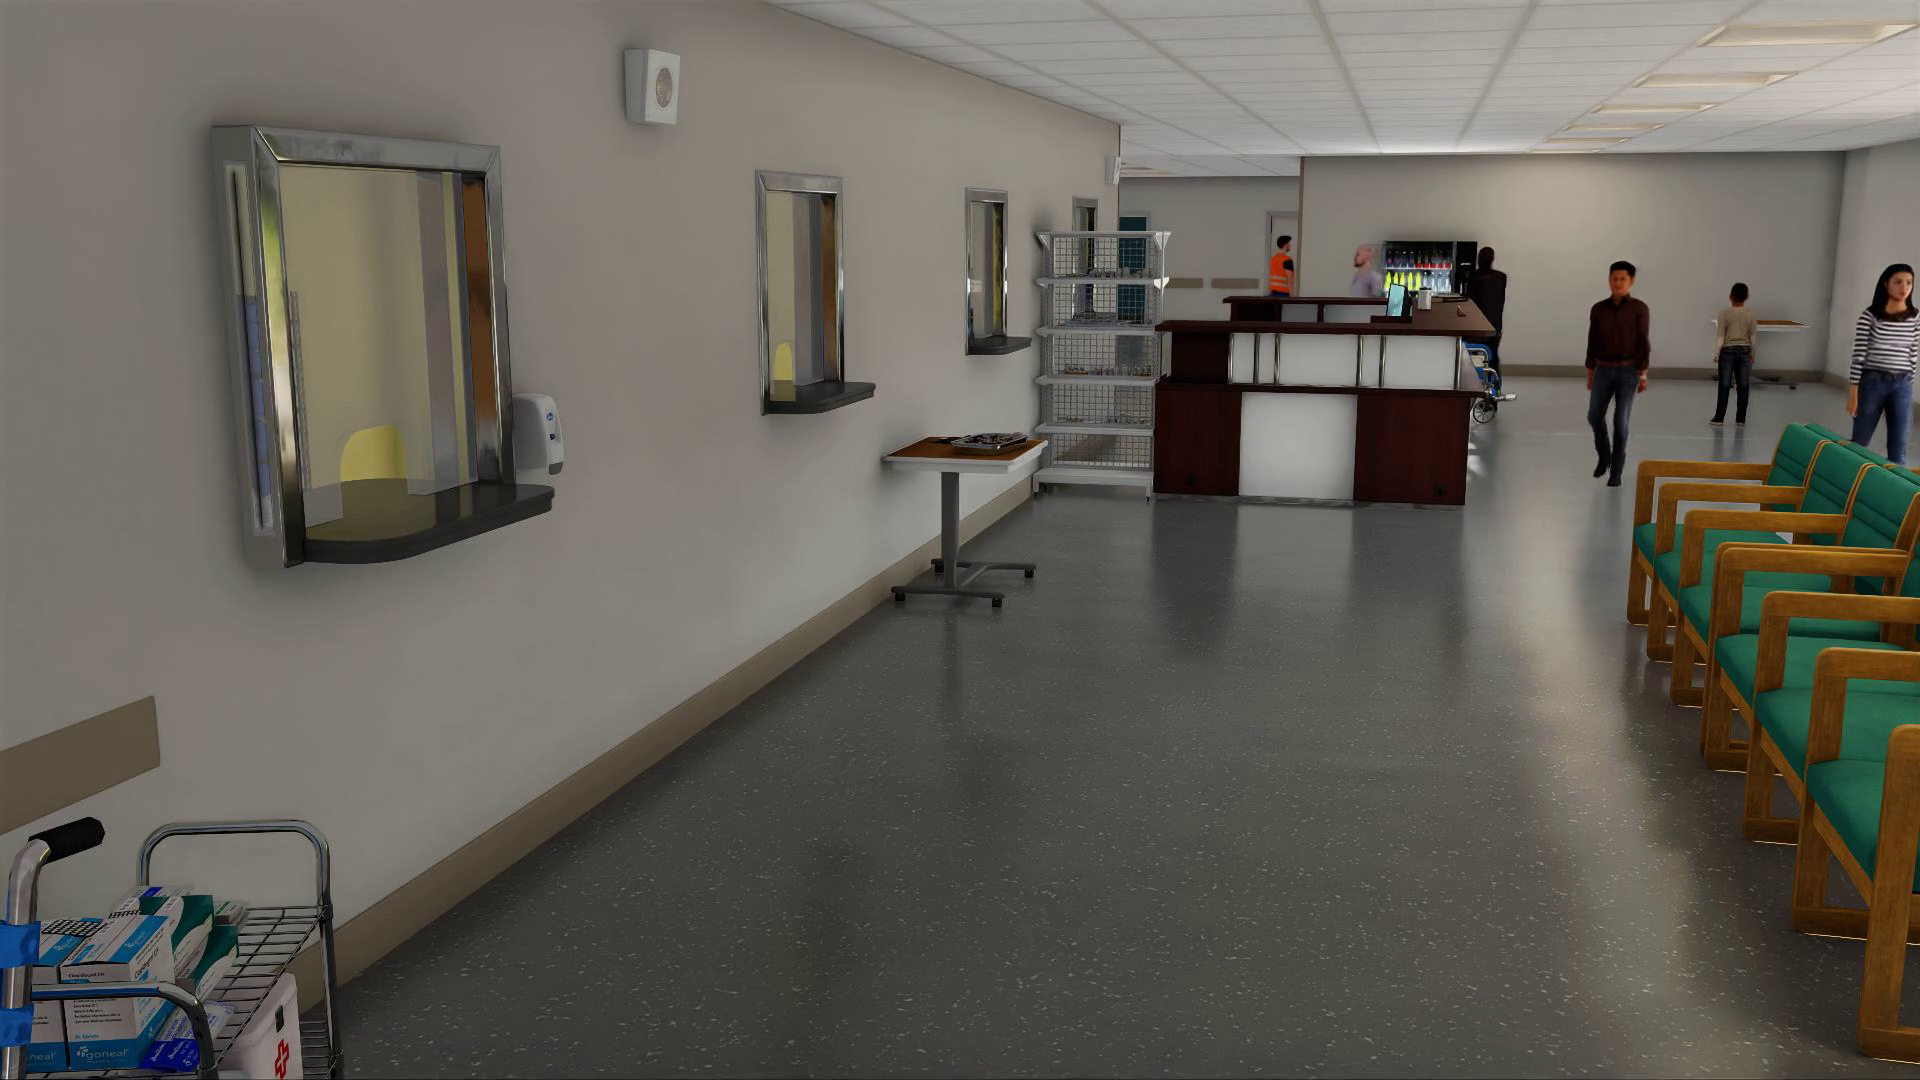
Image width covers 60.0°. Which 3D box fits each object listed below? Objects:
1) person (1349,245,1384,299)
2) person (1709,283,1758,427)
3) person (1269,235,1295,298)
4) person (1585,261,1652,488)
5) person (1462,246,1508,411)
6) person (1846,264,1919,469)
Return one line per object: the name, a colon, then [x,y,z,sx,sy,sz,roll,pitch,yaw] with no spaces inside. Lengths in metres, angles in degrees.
person: [4.560,-2.323,18.395,1.183,1.811,0.977,-2,11,-11]
person: [8.003,-1.916,17.178,0.477,1.465,0.626,1,11,8]
person: [5.109,-3.944,26.770,0.999,1.874,0.919,-4,12,-22]
person: [5.214,-1.304,13.140,0.711,1.768,0.812,7,13,32]
person: [5.871,-2.334,18.465,0.992,1.807,1.000,-2,11,-13]
person: [6.221,-0.962,11.300,1.099,1.766,0.828,1,11,3]
